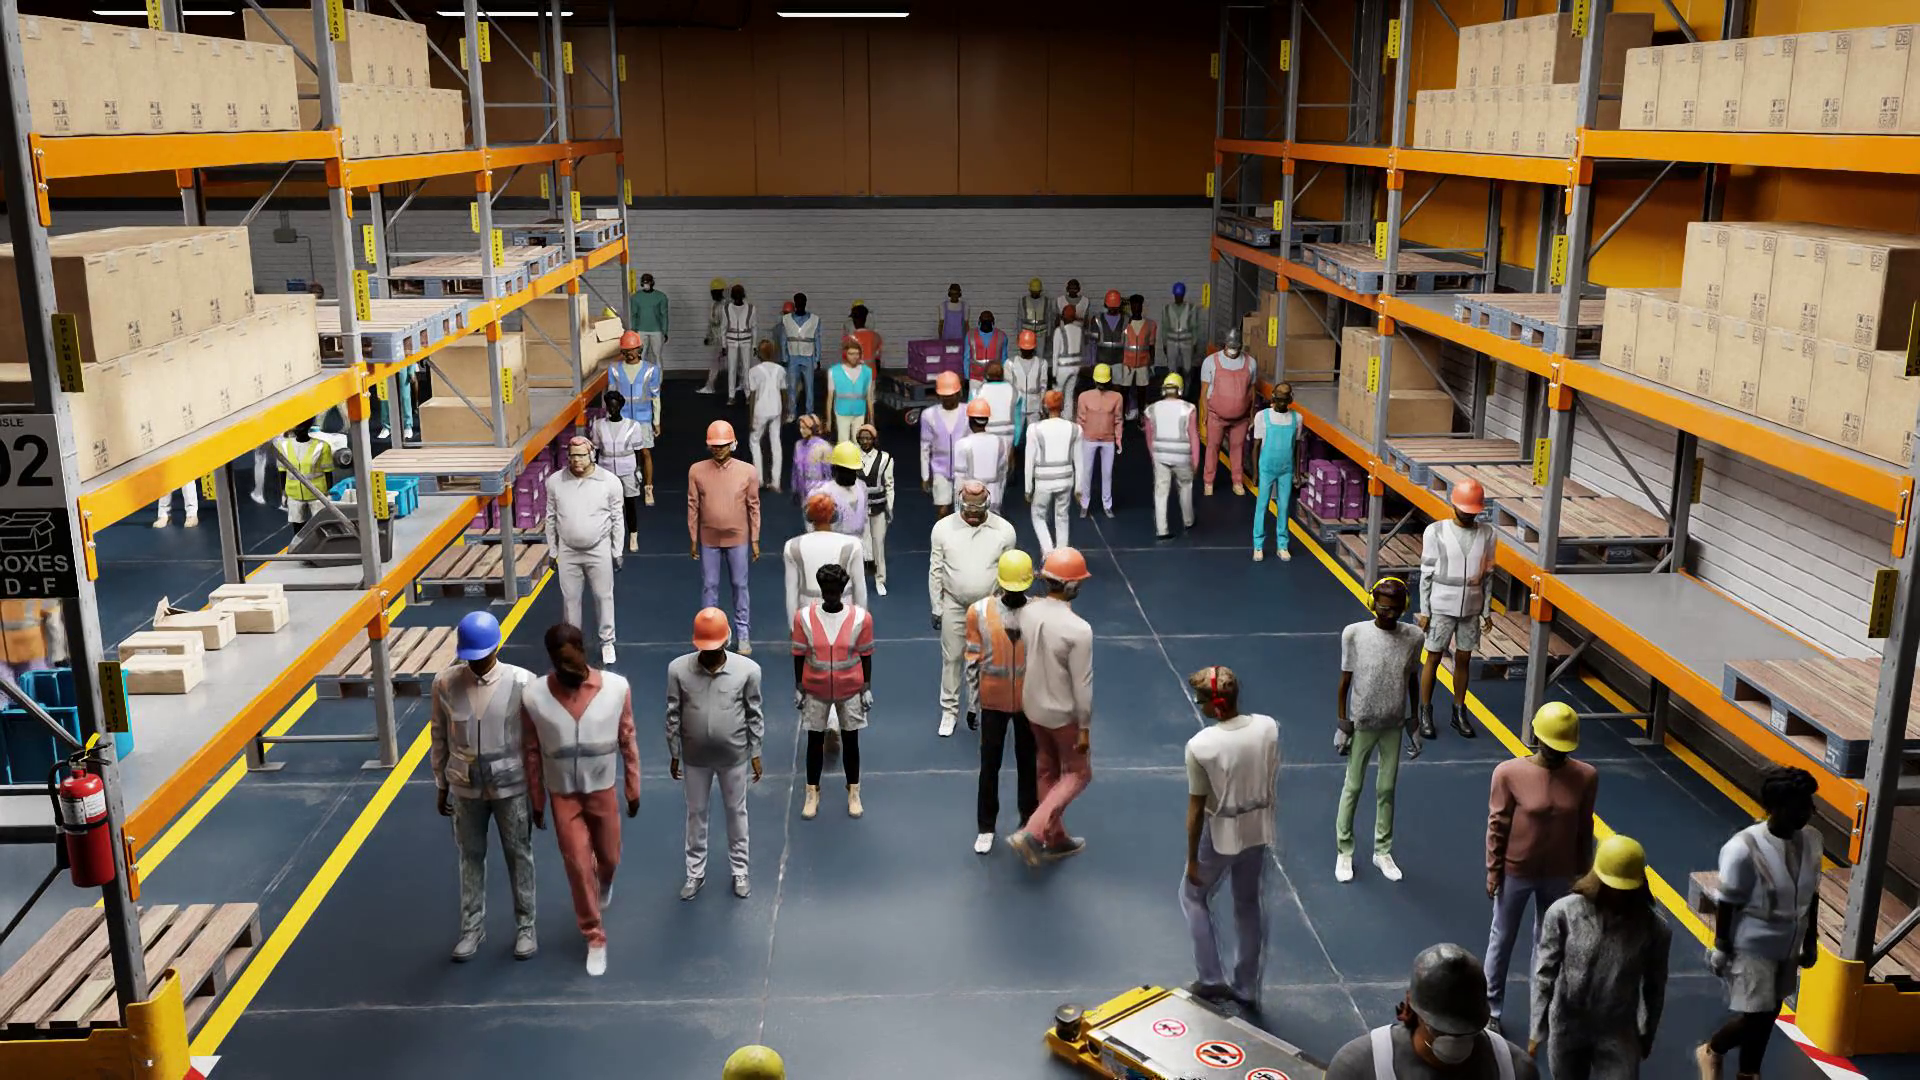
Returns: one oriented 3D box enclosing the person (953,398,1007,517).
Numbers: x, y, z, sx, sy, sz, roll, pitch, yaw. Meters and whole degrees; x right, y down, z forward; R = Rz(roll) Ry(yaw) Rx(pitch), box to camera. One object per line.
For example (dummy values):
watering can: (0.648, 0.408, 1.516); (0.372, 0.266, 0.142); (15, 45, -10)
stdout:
person: (0.144, -0.369, 15.420); (0.568, 1.908, 0.696); (-6, 16, -23)

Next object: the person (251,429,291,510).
person: (-7.960, -1.255, 19.136); (0.532, 1.819, 0.993); (-13, 19, -41)

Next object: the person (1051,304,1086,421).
person: (1.526, -2.379, 23.438); (0.596, 1.856, 0.418); (-10, 17, -34)

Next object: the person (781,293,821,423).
person: (-2.344, -2.691, 24.538); (0.588, 1.914, 0.392); (-1, 14, -2)

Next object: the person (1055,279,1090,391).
person: (1.843, -3.375, 27.372); (0.563, 1.838, 0.390); (-1, 14, -2)

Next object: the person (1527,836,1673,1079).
person: (2.527, 1.981, 6.628); (0.498, 1.697, 0.867); (6, 15, 22)

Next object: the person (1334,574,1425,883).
person: (2.456, 1.101, 9.750); (0.514, 1.865, 0.329); (-1, 14, -2)

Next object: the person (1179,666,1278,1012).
person: (1.337, 1.488, 8.340); (0.624, 1.814, 0.531); (-7, 16, -25)

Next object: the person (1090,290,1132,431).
person: (2.163, -2.565, 23.805); (0.605, 2.034, 0.387); (-1, 14, -2)

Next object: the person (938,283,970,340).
person: (-0.094, -3.185, 26.625); (0.505, 1.840, 0.346); (-1, 14, -2)

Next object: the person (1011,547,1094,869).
person: (0.542, 1.012, 9.861); (0.564, 1.976, 0.626); (-11, 18, -37)

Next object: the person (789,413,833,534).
person: (-1.449, -0.426, 16.219); (0.381, 1.627, 0.534); (-13, 19, -41)

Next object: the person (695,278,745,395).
person: (-3.869, -3.328, 27.134); (1.007, 1.885, 0.588); (-8, 16, -29)

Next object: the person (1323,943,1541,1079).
person: (1.455, 2.189, 5.124); (0.677, 2.000, 0.536); (-1, 14, -2)

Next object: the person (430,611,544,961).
person: (-2.497, 1.296, 8.834); (0.602, 1.939, 0.399); (-1, 14, -2)

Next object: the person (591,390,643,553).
person: (-3.535, -0.706, 17.175); (0.533, 1.697, 0.319); (-1, 14, -2)

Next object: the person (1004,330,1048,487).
person: (0.800, -1.593, 20.200); (0.543, 1.928, 0.370); (-1, 14, -2)

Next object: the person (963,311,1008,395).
person: (0.354, -2.247, 22.949); (0.622, 1.838, 0.429); (-1, 14, -2)

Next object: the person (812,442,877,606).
person: (-0.978, 0.122, 13.521); (0.532, 1.904, 0.582); (10, 17, 33)

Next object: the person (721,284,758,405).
person: (-3.447, -3.043, 25.982); (0.572, 1.883, 0.356); (-1, 14, -2)

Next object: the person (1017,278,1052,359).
person: (1.241, -3.450, 27.699); (0.588, 1.823, 0.403); (-1, 14, -2)

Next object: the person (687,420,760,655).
person: (-1.968, -0.015, 13.870); (0.609, 1.995, 0.378); (-1, 14, -2)

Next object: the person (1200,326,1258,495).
person: (3.200, -1.532, 19.733); (0.677, 2.000, 0.536); (-1, 14, -2)

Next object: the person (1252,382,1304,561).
person: (3.209, -0.692, 16.838); (0.505, 1.840, 0.346); (-1, 14, -2)

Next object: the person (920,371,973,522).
person: (-0.073, -0.685, 16.456); (0.666, 2.019, 0.567); (0, 14, 1)

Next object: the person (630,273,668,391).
person: (-5.099, -3.416, 27.331); (0.627, 1.940, 0.373); (-1, 14, -2)

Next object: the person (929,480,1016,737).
person: (0.092, 0.495, 12.055); (0.638, 1.903, 0.408); (-1, 14, -2)

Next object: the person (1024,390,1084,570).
person: (0.905, -0.533, 16.150); (0.611, 1.869, 0.419); (-3, 15, -13)

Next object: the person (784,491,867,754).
person: (-0.958, 0.584, 11.814); (0.579, 1.859, 0.818); (1, 14, 5)

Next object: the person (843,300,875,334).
person: (-1.527, -2.780, 25.240); (0.484, 1.736, 0.306); (-1, 14, -2)

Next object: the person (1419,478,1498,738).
person: (3.588, 0.494, 12.007); (0.543, 1.928, 0.370); (-1, 14, -2)

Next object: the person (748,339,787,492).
person: (-2.352, -1.509, 20.067); (0.535, 1.820, 0.726); (-8, 17, -30)

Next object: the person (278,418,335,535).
person: (-6.318, -0.434, 16.107); (0.533, 1.697, 0.319); (-1, 14, -2)

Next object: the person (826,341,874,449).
person: (-1.309, -1.471, 19.911); (0.605, 1.829, 0.453); (-6, 16, -23)

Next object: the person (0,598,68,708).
person: (-6.319, 0.712, 11.207); (0.592, 1.908, 0.724); (-2, 14, -7)

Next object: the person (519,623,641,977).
person: (-2.023, 1.310, 8.899); (0.606, 1.884, 0.752); (-4, 15, -14)

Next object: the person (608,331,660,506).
person: (-3.755, -1.397, 19.195); (0.605, 2.045, 0.376); (-1, 14, -2)

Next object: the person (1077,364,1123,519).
person: (1.563, -1.102, 18.611); (0.523, 1.760, 0.324); (-1, 14, -2)

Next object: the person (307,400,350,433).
person: (-8.971, -2.302, 23.418); (0.886, 1.707, 0.569); (-12, 19, -39)

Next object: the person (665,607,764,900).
person: (-1.406, 1.216, 9.534); (0.561, 1.743, 0.336); (-1, 14, -2)

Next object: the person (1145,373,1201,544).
person: (2.310, -0.881, 17.736); (0.652, 1.762, 0.906); (6, 16, 24)

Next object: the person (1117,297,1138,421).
person: (2.413, -2.668, 24.603); (0.408, 1.843, 0.534); (-5, 15, -20)

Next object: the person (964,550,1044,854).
person: (0.320, 0.979, 10.121); (0.585, 1.918, 0.378); (-1, 14, -2)

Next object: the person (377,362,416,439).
person: (-7.947, -2.368, 23.282); (0.638, 1.910, 0.407); (-1, 14, -2)

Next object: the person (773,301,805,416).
person: (-2.543, -2.720, 24.977); (0.589, 1.737, 0.395); (7, 16, 27)

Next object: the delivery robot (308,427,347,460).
delivery robot: (-8.198, -1.201, 21.210); (0.477, 0.478, 0.707); (10, 18, 36)

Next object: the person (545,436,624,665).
person: (-3.072, 0.092, 13.625); (0.638, 1.910, 0.407); (-1, 14, -2)

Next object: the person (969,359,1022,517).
person: (0.393, -1.082, 18.408); (0.633, 1.822, 0.650); (-4, 15, -16)

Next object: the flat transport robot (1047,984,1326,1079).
flat transport robot: (1.129, 2.433, 7.696); (0.652, 0.197, 1.431); (-12, 19, -39)

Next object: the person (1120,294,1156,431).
person: (2.511, -2.547, 23.866); (0.603, 1.966, 0.368); (-1, 14, -2)

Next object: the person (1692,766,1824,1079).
person: (3.582, 1.792, 7.372); (0.551, 1.684, 0.358); (-6, 15, -22)

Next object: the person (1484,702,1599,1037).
person: (2.781, 1.604, 7.989); (0.523, 1.760, 0.324); (-1, 14, -2)

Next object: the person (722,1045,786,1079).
person: (-0.610, 2.344, 5.112); (0.484, 1.744, 0.295); (-1, 14, -2)

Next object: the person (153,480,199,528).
person: (-8.655, -1.042, 18.221); (0.622, 1.838, 0.429); (-1, 14, -2)

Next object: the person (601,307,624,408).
person: (-5.049, -2.506, 24.121); (0.523, 1.760, 0.324); (-1, 14, -2)

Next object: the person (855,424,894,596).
person: (-0.871, -0.281, 15.621); (0.513, 1.641, 0.309); (-1, 14, -2)

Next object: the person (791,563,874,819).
person: (-0.811, 0.962, 10.638); (0.533, 1.693, 0.319); (-1, 14, -2)

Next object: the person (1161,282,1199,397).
person: (3.470, -3.122, 26.222); (0.602, 1.923, 0.852); (3, 15, 12)

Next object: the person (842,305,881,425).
person: (-1.398, -2.231, 22.668); (0.650, 1.936, 0.697); (-9, 17, -32)
